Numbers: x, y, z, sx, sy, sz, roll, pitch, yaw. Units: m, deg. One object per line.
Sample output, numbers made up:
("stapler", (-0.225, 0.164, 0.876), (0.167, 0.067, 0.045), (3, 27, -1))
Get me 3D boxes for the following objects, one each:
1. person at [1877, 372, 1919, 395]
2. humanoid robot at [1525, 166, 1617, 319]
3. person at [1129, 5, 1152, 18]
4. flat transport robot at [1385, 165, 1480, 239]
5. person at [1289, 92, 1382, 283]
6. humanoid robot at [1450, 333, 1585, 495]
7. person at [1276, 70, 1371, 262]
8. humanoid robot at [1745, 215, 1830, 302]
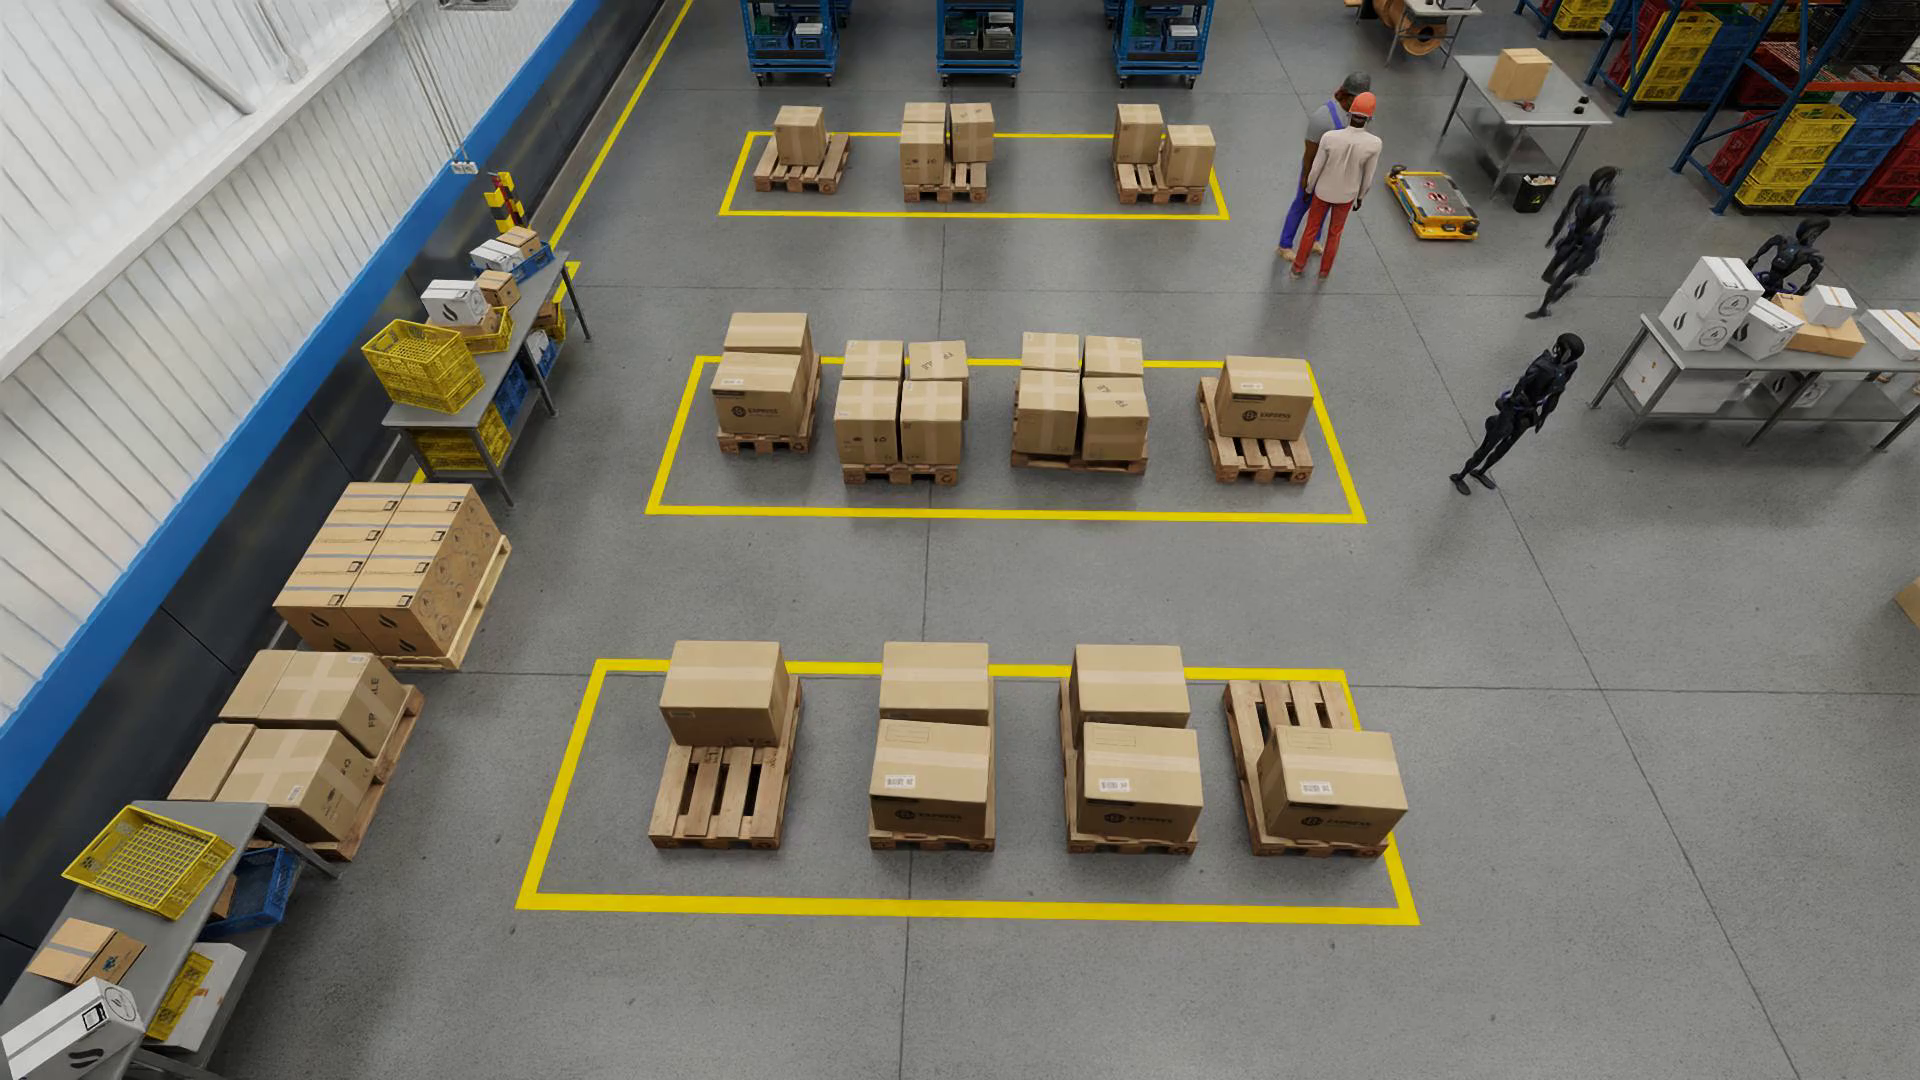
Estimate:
("person", (9.329, -2.159, 8.335), (0.354, 1.883, 0.572), (-37, 58, -27))
("humanoid robot", (6.210, -2.991, 9.203), (0.518, 1.630, 0.591), (-11, 50, -10))
("person", (2.678, -8.002, 13.469), (0.313, 1.767, 0.532), (-15, 51, -13))
("flat transport robot", (5.692, -4.094, 11.059), (0.652, 0.197, 1.431), (1, 49, 1))
("person", (3.899, -3.618, 9.524), (0.621, 1.992, 0.382), (12, 50, 10))
("humanoid robot", (4.563, -1.007, 7.477), (0.545, 1.648, 0.358), (-13, 50, -11))
("person", (3.954, -3.973, 9.801), (0.682, 2.000, 0.536), (-18, 51, -15))
("humanoid robot", (7.459, -2.251, 8.541), (0.315, 1.656, 0.609), (-19, 52, -16))
